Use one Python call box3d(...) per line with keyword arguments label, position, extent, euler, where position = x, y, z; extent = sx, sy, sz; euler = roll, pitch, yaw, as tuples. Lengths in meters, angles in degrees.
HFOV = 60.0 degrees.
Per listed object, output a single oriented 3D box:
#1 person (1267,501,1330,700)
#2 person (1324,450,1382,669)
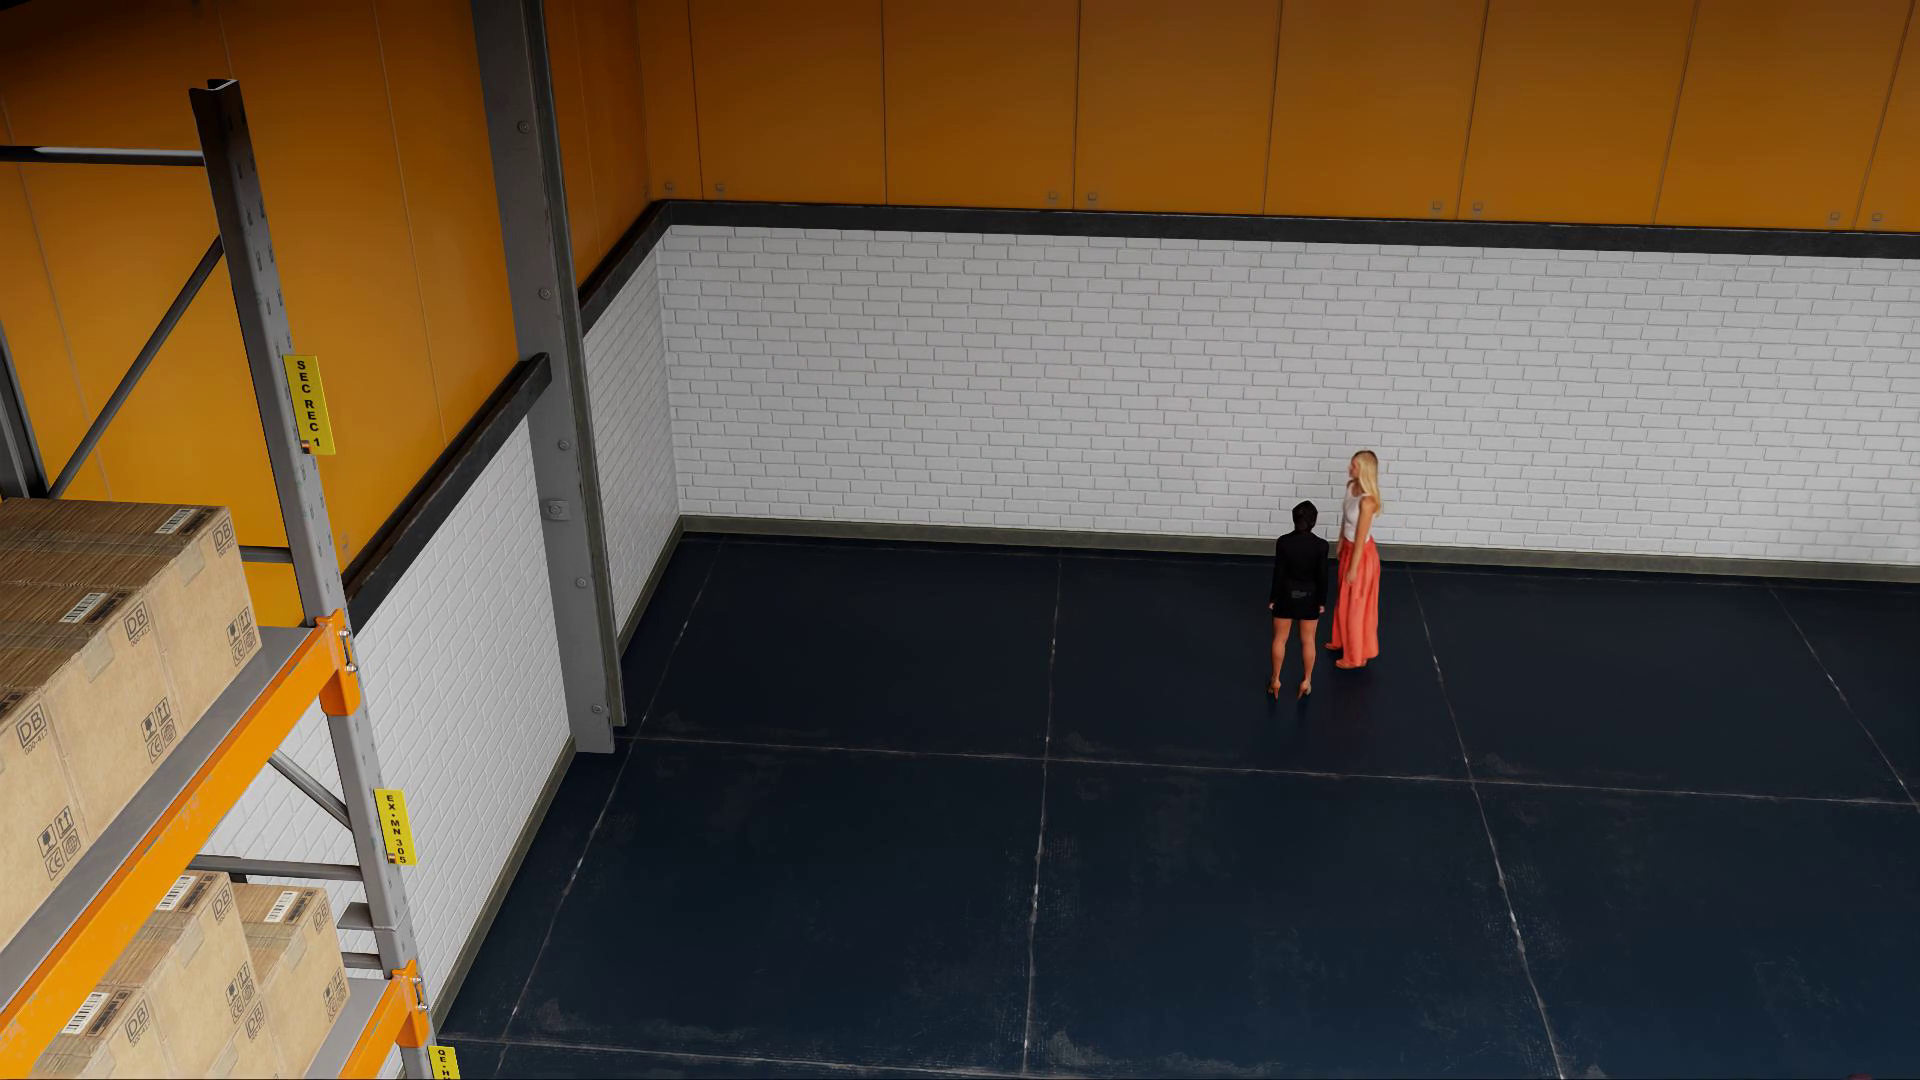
box3d(label="person", position=(2.488, 0.452, 12.260), extent=(0.577, 1.639, 0.627), euler=(4, 29, 8))
box3d(label="person", position=(3.034, 0.139, 12.667), extent=(0.711, 1.799, 0.586), euler=(-2, 29, -3))
